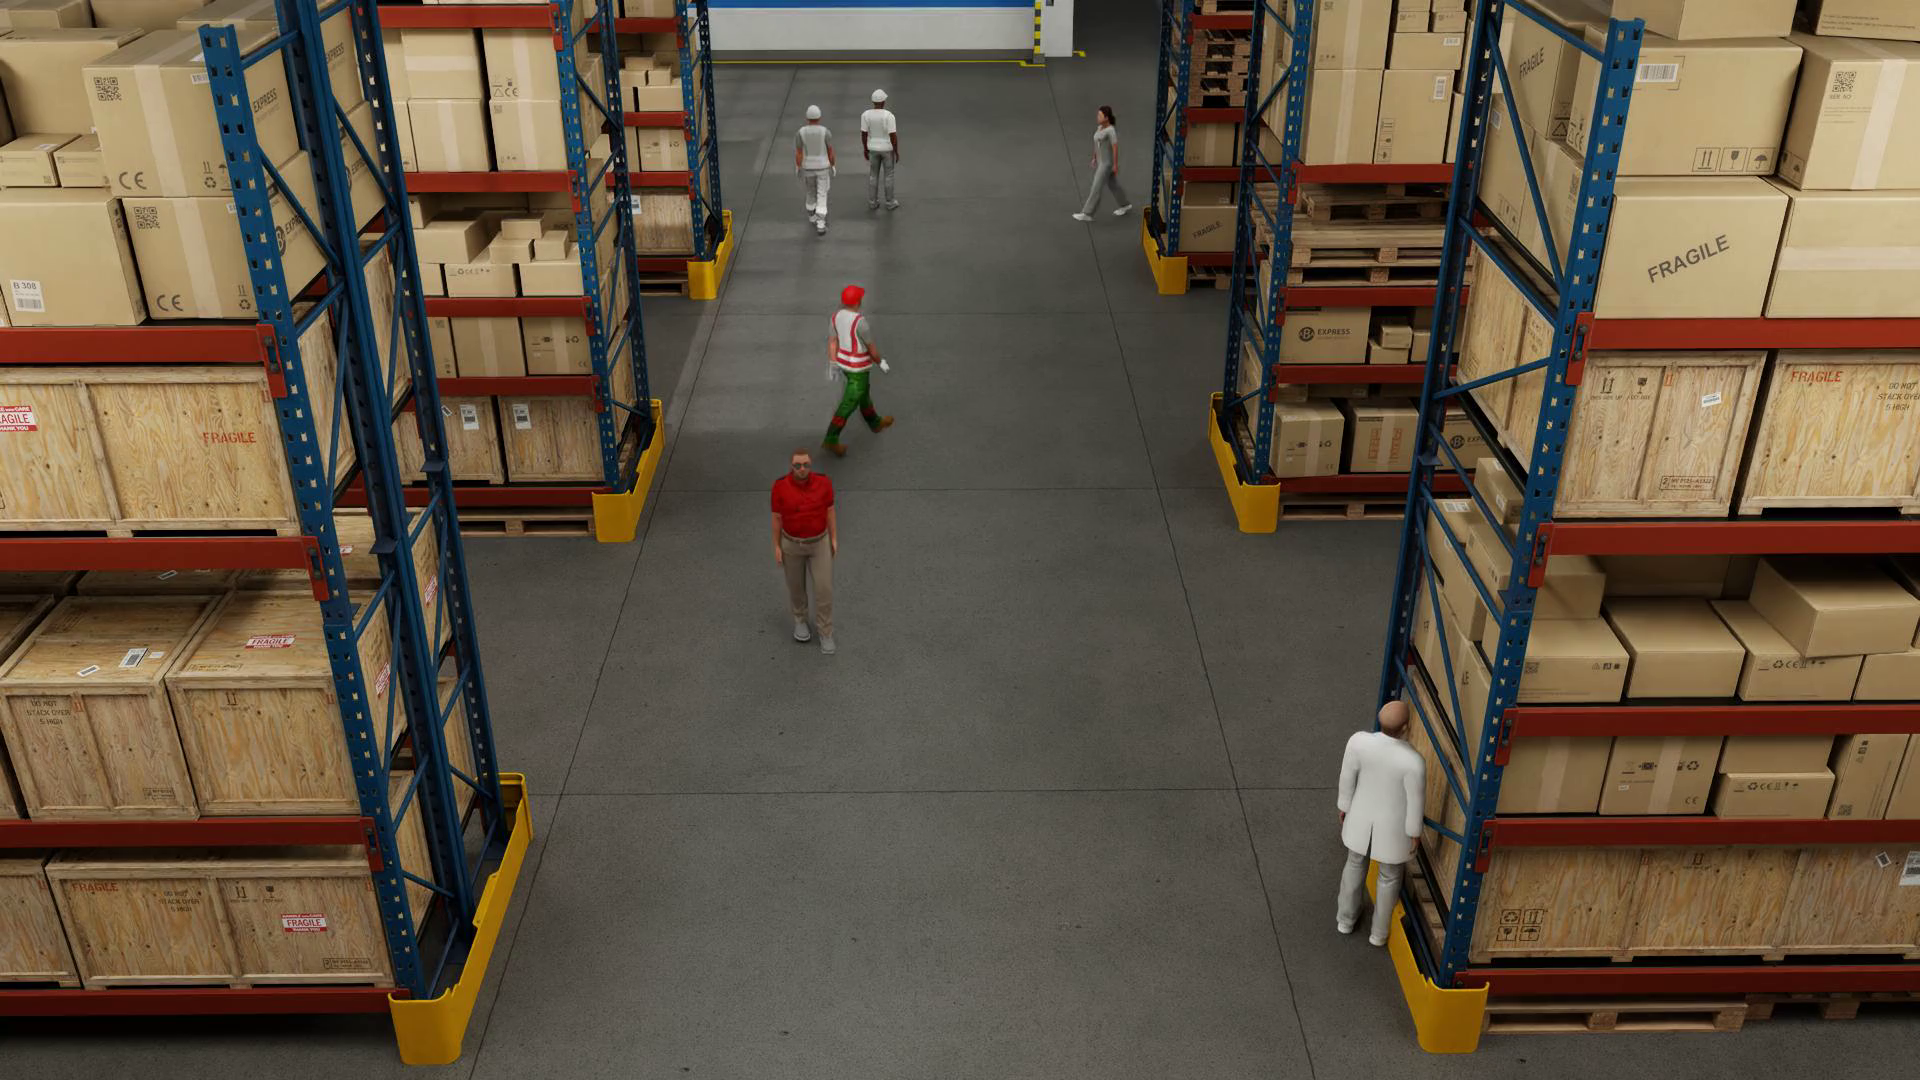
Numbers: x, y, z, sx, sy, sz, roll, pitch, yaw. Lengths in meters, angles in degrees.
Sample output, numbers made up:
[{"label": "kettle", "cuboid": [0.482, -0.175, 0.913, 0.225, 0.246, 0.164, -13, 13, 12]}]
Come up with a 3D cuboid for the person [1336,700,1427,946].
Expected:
[{"label": "person", "cuboid": [2.695, 1.762, 10.608, 0.565, 1.783, 0.376, 19, 34, 31]}]

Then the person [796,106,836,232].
[{"label": "person", "cuboid": [-2.052, -5.347, 23.815, 0.563, 1.789, 0.735, 2, 28, 3]}]

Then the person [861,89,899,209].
[{"label": "person", "cuboid": [-1.164, -5.810, 24.715, 0.562, 1.768, 0.417, 8, 29, 14]}]

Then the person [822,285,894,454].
[{"label": "person", "cuboid": [-1.062, -1.816, 17.276, 1.073, 1.751, 0.532, -23, 36, -36]}]

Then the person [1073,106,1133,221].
[{"label": "person", "cuboid": [2.112, -5.503, 24.254, 0.997, 1.640, 0.446, -8, 29, -15]}]

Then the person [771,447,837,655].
[{"label": "person", "cuboid": [-1.268, 0.104, 13.735, 0.541, 1.722, 0.640, -4, 29, -7]}]
